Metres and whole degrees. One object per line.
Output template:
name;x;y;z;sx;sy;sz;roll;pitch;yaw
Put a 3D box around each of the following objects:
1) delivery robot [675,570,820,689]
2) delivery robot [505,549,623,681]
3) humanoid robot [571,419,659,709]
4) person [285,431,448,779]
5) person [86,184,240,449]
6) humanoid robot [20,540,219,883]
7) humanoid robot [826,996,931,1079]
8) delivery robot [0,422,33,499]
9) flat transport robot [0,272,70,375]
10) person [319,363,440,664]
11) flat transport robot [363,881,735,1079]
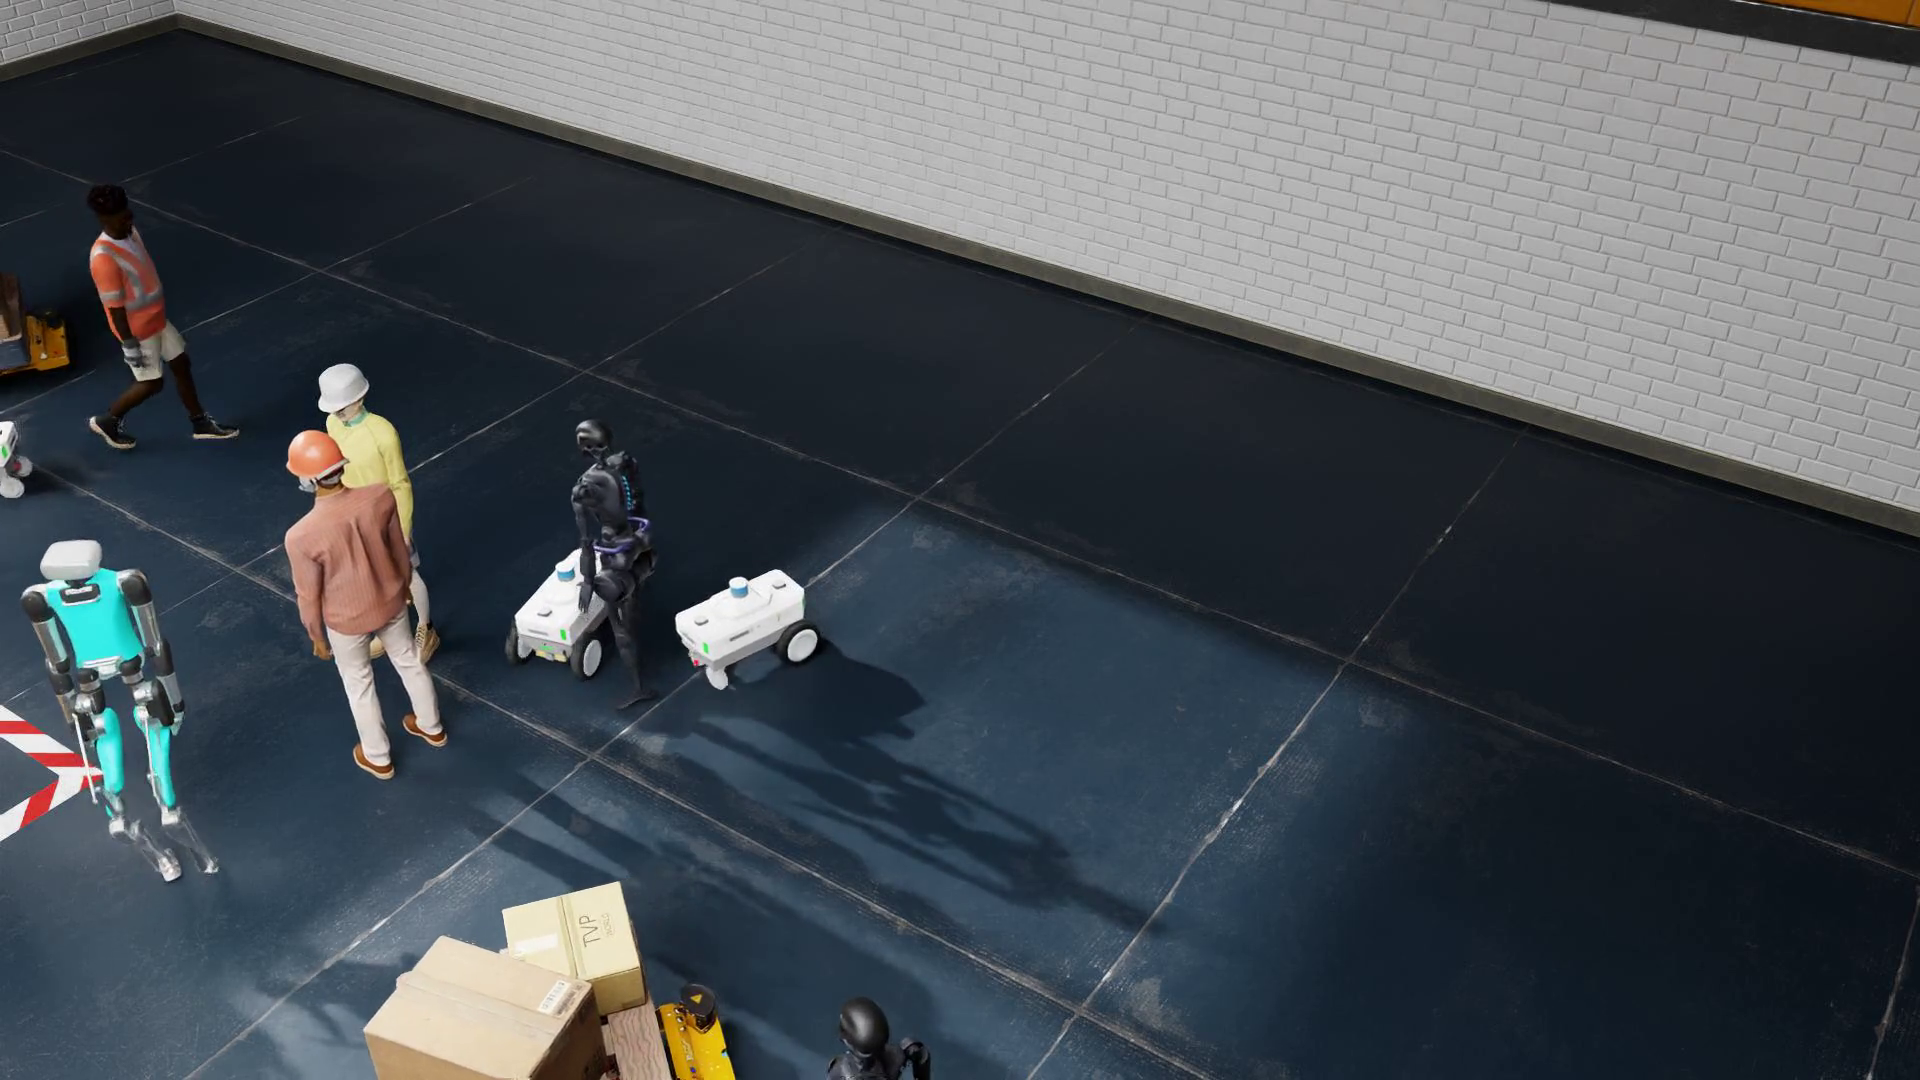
delivery robot;-1.212;0.461;9.344;0.752;0.581;0.518;-26;42;-32
delivery robot;-2.210;0.387;9.448;0.499;0.579;0.774;11;36;15
humanoid robot;-1.837;0.096;8.902;0.469;1.639;0.612;15;38;20
person;-3.000;0.326;8.307;0.402;1.986;0.619;27;43;33
person;-5.415;-1.424;10.859;0.820;1.927;0.623;-5;35;-7
humanoid robot;-3.882;0.924;7.705;0.545;1.808;0.795;-10;36;-13
humanoid robot;-0.357;2.209;5.876;0.615;1.656;0.346;-22;41;-29
delivery robot;-6.491;-0.518;10.760;0.805;0.601;0.499;-8;36;-12
flat transport robot;-7.339;-1.342;12.180;1.431;0.231;0.659;-16;38;-22
person;-3.170;-0.140;9.057;0.470;1.886;0.389;14;37;19
flat transport robot;-1.670;2.330;6.933;1.431;0.231;0.659;-11;37;-16
